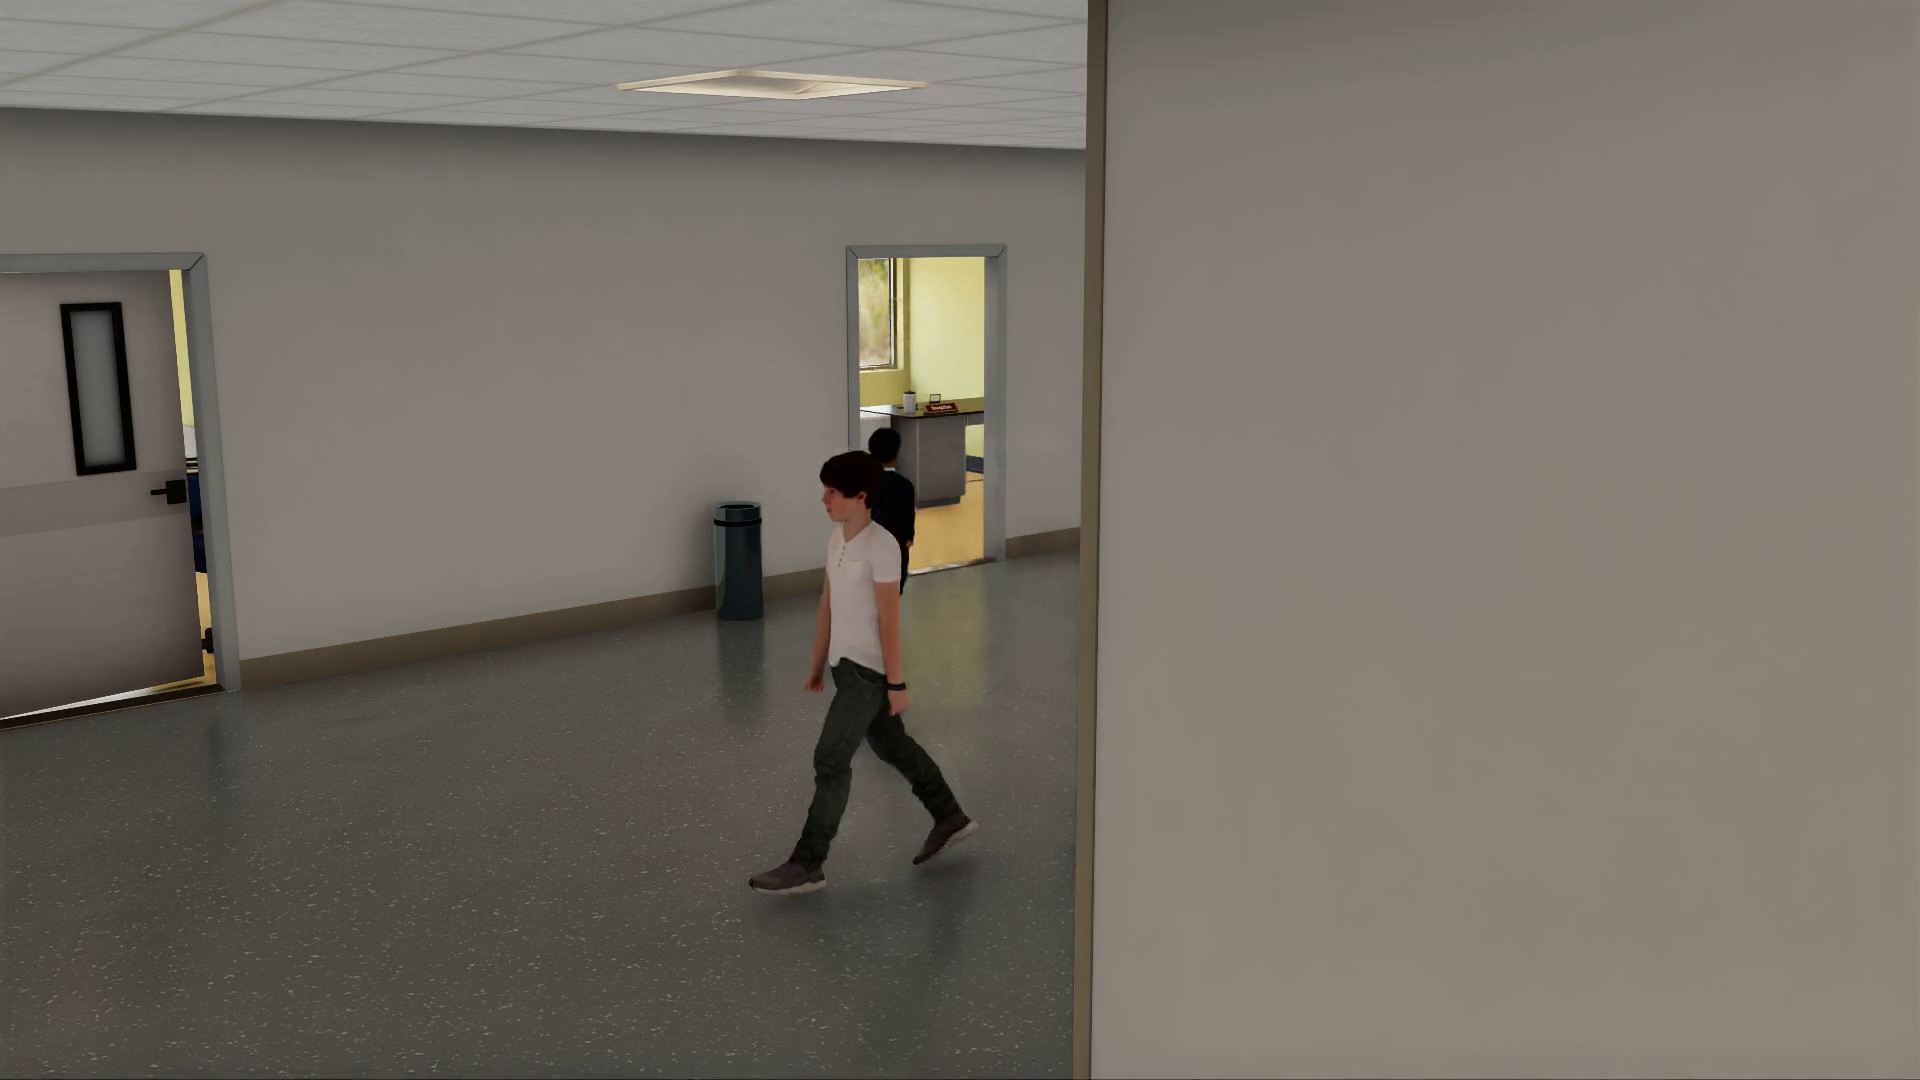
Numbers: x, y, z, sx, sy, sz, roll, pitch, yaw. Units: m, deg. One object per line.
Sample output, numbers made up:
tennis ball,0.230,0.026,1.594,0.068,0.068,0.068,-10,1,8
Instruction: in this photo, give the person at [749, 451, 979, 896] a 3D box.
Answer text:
person,-0.277,0.499,6.160,1.208,1.612,0.723,-6,12,-29

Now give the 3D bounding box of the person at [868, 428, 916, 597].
person,-0.449,-0.058,10.055,0.757,1.215,0.818,1,11,5
